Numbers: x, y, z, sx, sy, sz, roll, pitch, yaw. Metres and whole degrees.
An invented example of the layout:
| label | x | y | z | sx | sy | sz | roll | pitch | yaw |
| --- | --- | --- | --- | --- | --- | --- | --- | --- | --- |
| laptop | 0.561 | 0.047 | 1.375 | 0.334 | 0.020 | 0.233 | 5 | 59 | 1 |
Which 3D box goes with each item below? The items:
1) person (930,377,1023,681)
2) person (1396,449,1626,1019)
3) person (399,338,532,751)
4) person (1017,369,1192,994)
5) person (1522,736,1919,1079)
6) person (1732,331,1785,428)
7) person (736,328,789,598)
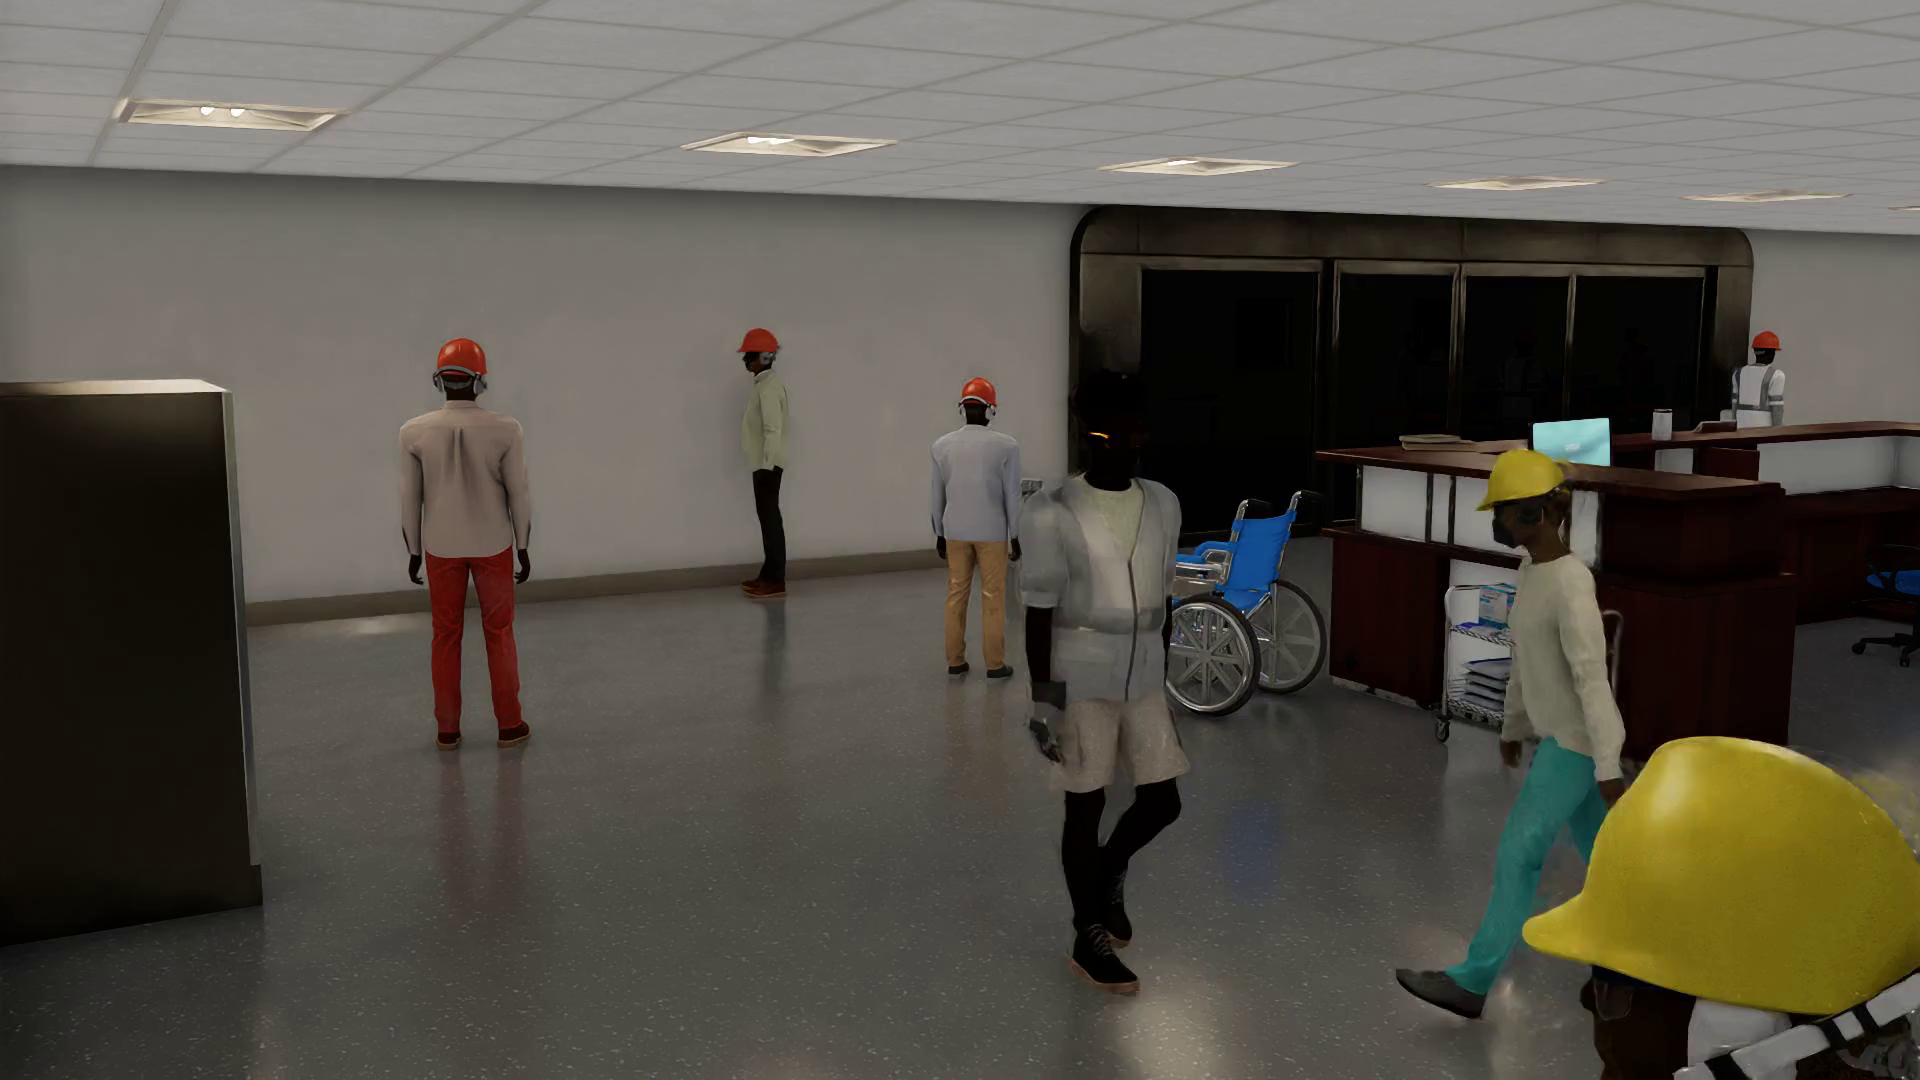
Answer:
| label | x | y | z | sx | sy | sz | roll | pitch | yaw |
| --- | --- | --- | --- | --- | --- | --- | --- | --- | --- |
| person | 0.109 | -0.064 | 9.610 | 0.564 | 1.743 | 0.352 | 3 | 9 | 23 |
| person | 1.757 | 0.597 | 4.917 | 0.909 | 1.715 | 0.549 | 1 | 8 | 10 |
| person | -2.373 | 0.028 | 8.039 | 0.609 | 1.995 | 0.378 | -1 | 8 | -8 |
| person | 0.448 | 0.439 | 5.217 | 0.614 | 1.950 | 0.447 | -4 | 9 | -25 |
| person | 0.686 | 1.056 | 1.272 | 0.662 | 1.809 | 0.596 | 5 | 9 | 30 |
| person | 7.793 | -1.068 | 16.234 | 0.392 | 1.929 | 0.546 | -4 | 9 | -27 |
| person | -1.459 | -0.568 | 12.346 | 0.387 | 1.993 | 0.622 | -1 | 8 | -10 |
